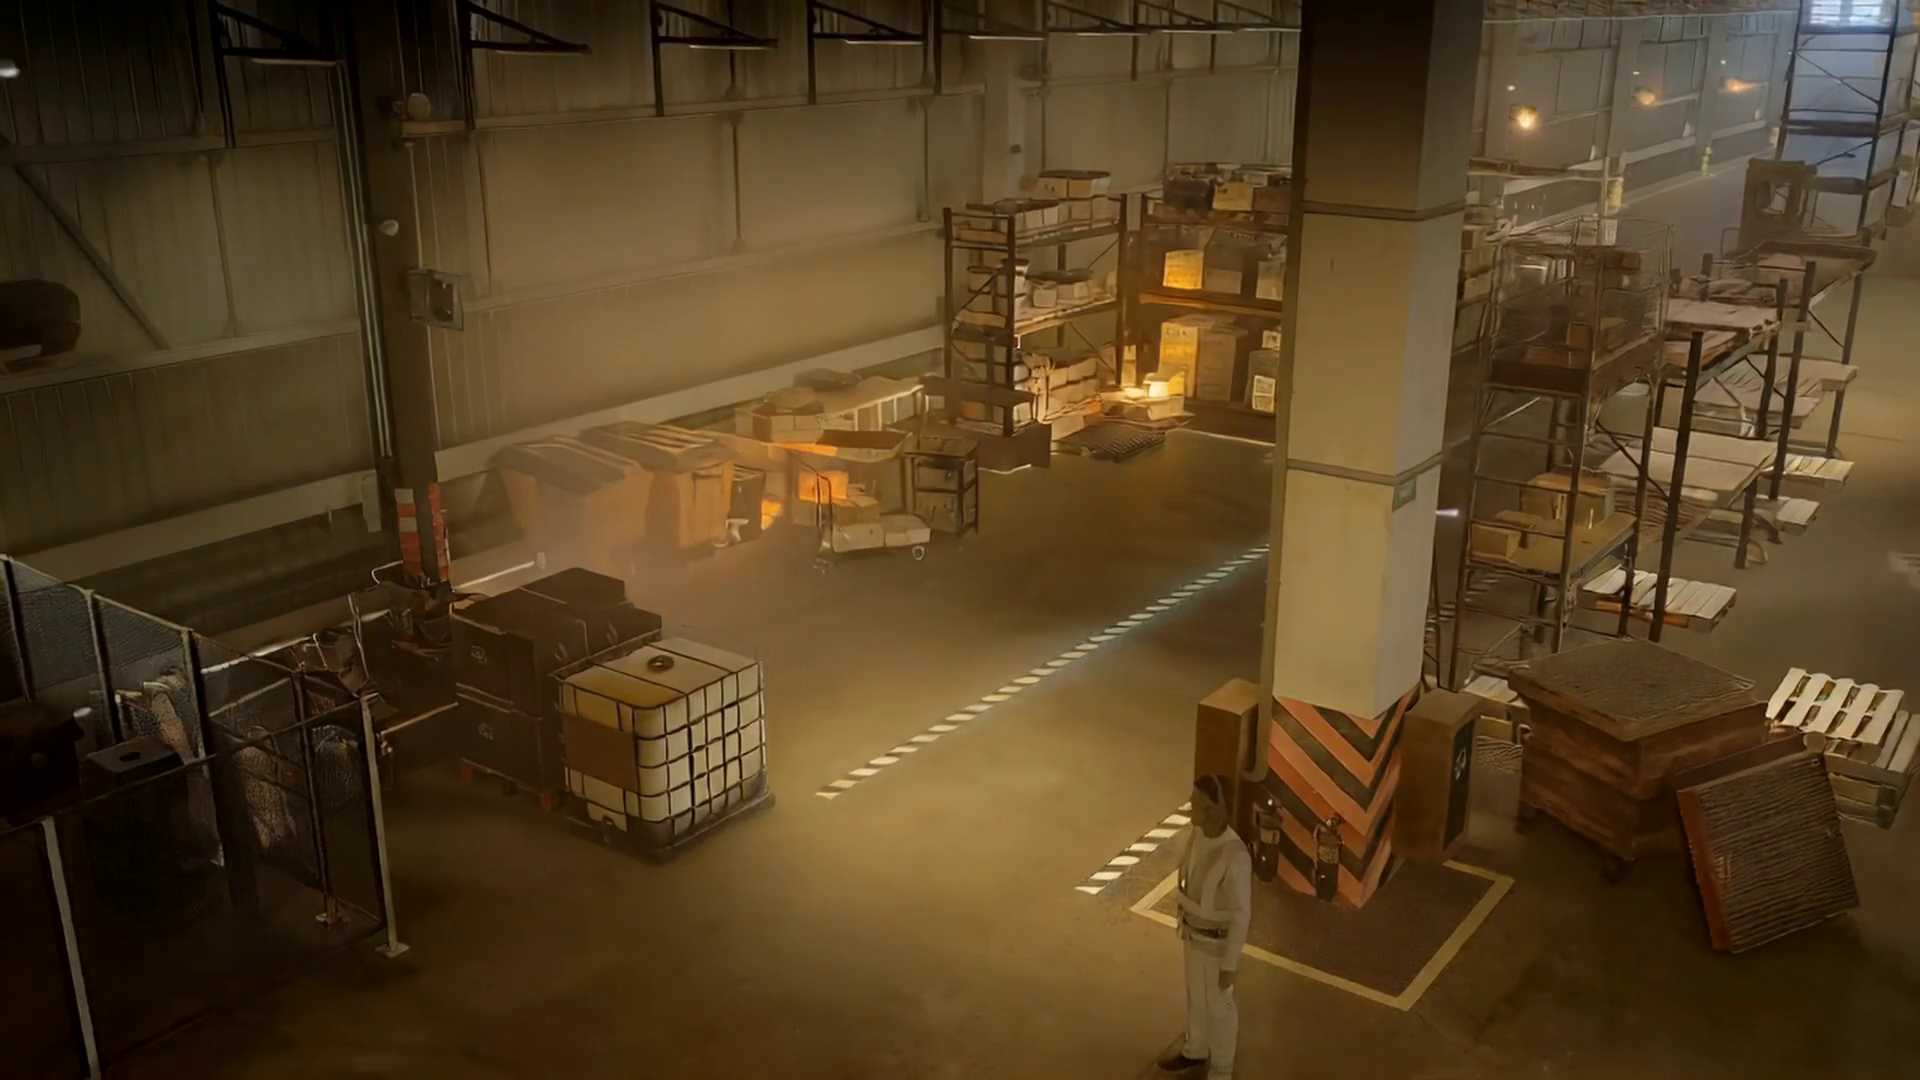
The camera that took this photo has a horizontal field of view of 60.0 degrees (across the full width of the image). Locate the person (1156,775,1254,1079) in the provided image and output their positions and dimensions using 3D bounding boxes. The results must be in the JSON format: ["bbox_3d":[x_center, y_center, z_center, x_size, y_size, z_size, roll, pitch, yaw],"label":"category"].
[{"bbox_3d":[1.308,2.097,8.779,0.356,1.883,0.573,-6,19,-18],"label":"person"}]

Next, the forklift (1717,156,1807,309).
[{"bbox_3d":[15.175,-5.770,31.278,1.129,2.768,1.873,13,22,34],"label":"forklift"}]
